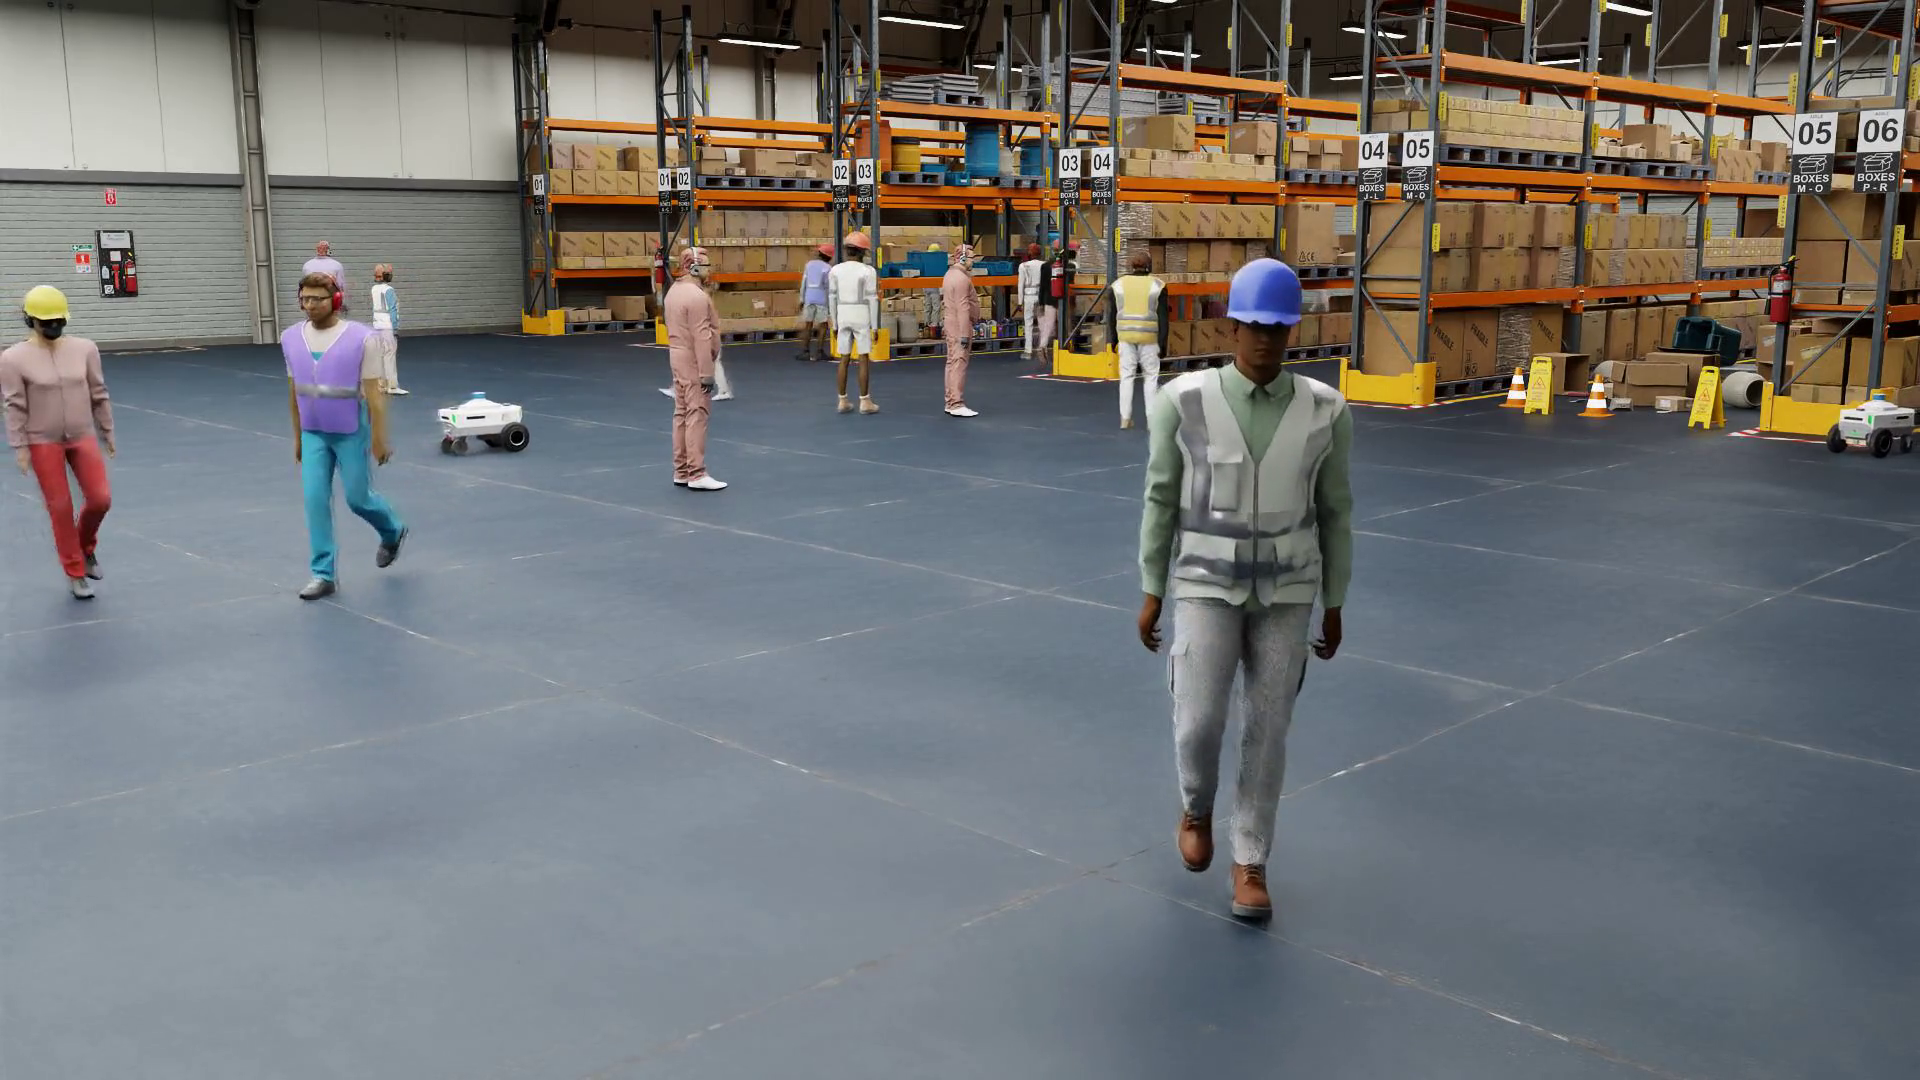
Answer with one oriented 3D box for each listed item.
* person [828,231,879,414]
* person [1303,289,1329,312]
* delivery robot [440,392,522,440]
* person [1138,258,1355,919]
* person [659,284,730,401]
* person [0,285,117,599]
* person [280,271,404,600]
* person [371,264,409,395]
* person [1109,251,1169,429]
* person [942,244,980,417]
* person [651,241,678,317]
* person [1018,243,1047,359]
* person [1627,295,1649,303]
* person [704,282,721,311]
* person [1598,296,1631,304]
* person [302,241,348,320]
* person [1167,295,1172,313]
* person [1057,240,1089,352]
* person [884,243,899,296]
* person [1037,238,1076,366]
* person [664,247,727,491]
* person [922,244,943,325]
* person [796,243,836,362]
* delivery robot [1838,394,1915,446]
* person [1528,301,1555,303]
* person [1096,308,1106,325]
[{"bbox_3d":[-1.182,-2.465,18.868,0.613,2.039,0.393,5,11,25],"label":"person"},{"bbox_3d":[8.721,-6.378,40.450,0.624,1.937,1.012,-8,13,-38],"label":"person"},{"bbox_3d":[-4.478,-1.138,15.546,0.707,0.478,0.477,-8,13,-39],"label":"delivery robot"},{"bbox_3d":[0.844,0.146,4.917,0.632,1.935,0.459,0,10,0],"label":"person"},{"bbox_3d":[-3.195,-2.471,20.104,0.866,1.586,0.545,1,10,8],"label":"person"},{"bbox_3d":[-4.942,-0.533,9.152,0.495,1.727,0.563,9,14,42],"label":"person"},{"bbox_3d":[-3.490,-0.620,9.452,0.565,1.815,0.772,2,11,10],"label":"person"},{"bbox_3d":[-7.249,-2.659,21.020,0.512,1.641,0.309,10,14,43],"label":"person"},{"bbox_3d":[1.865,-2.081,17.323,0.642,1.841,0.429,4,11,19],"label":"person"},{"bbox_3d":[0.021,-2.333,18.542,0.404,1.901,0.642,-2,11,-13],"label":"person"},{"bbox_3d":[-5.878,-5.031,33.179,0.562,1.920,0.404,1,10,4],"label":"person"},{"bbox_3d":[1.228,-3.911,27.233,0.586,1.875,0.359,-4,11,-22],"label":"person"},{"bbox_3d":[13.404,-4.853,33.019,0.534,1.623,0.370,6,12,31],"label":"person"},{"bbox_3d":[-5.043,-5.061,33.308,0.630,1.936,0.366,8,13,37],"label":"person"},{"bbox_3d":[11.466,-4.272,29.060,0.597,1.915,0.370,6,12,32],"label":"person"},{"bbox_3d":[-9.879,-3.699,25.965,0.652,1.906,0.402,0,10,0],"label":"person"},{"bbox_3d":[3.088,-3.811,26.587,0.597,1.906,0.661,10,14,42],"label":"person"},{"bbox_3d":[1.918,-4.144,28.390,0.722,1.914,0.546,-9,14,-40],"label":"person"},{"bbox_3d":[-1.506,-5.548,36.246,0.404,1.830,0.602,-7,12,-32],"label":"person"},{"bbox_3d":[1.469,-3.637,25.467,0.622,1.970,0.859,5,12,26],"label":"person"},{"bbox_3d":[-2.092,-1.359,13.206,0.402,1.906,0.652,-6,12,-29],"label":"person"},{"bbox_3d":[-0.505,-4.857,32.478,0.404,1.832,0.595,-9,14,-41],"label":"person"},{"bbox_3d":[-2.338,-3.825,26.748,0.737,1.889,0.367,5,12,27],"label":"person"},{"bbox_3d":[8.497,-1.113,15.412,0.707,0.478,0.477,-6,12,-28],"label":"delivery robot"},{"bbox_3d":[9.196,-3.774,26.381,0.805,1.915,0.632,-7,12,-33],"label":"person"},{"bbox_3d":[3.344,-5.389,35.520,0.919,1.783,0.612,-6,12,-31],"label":"person"}]
